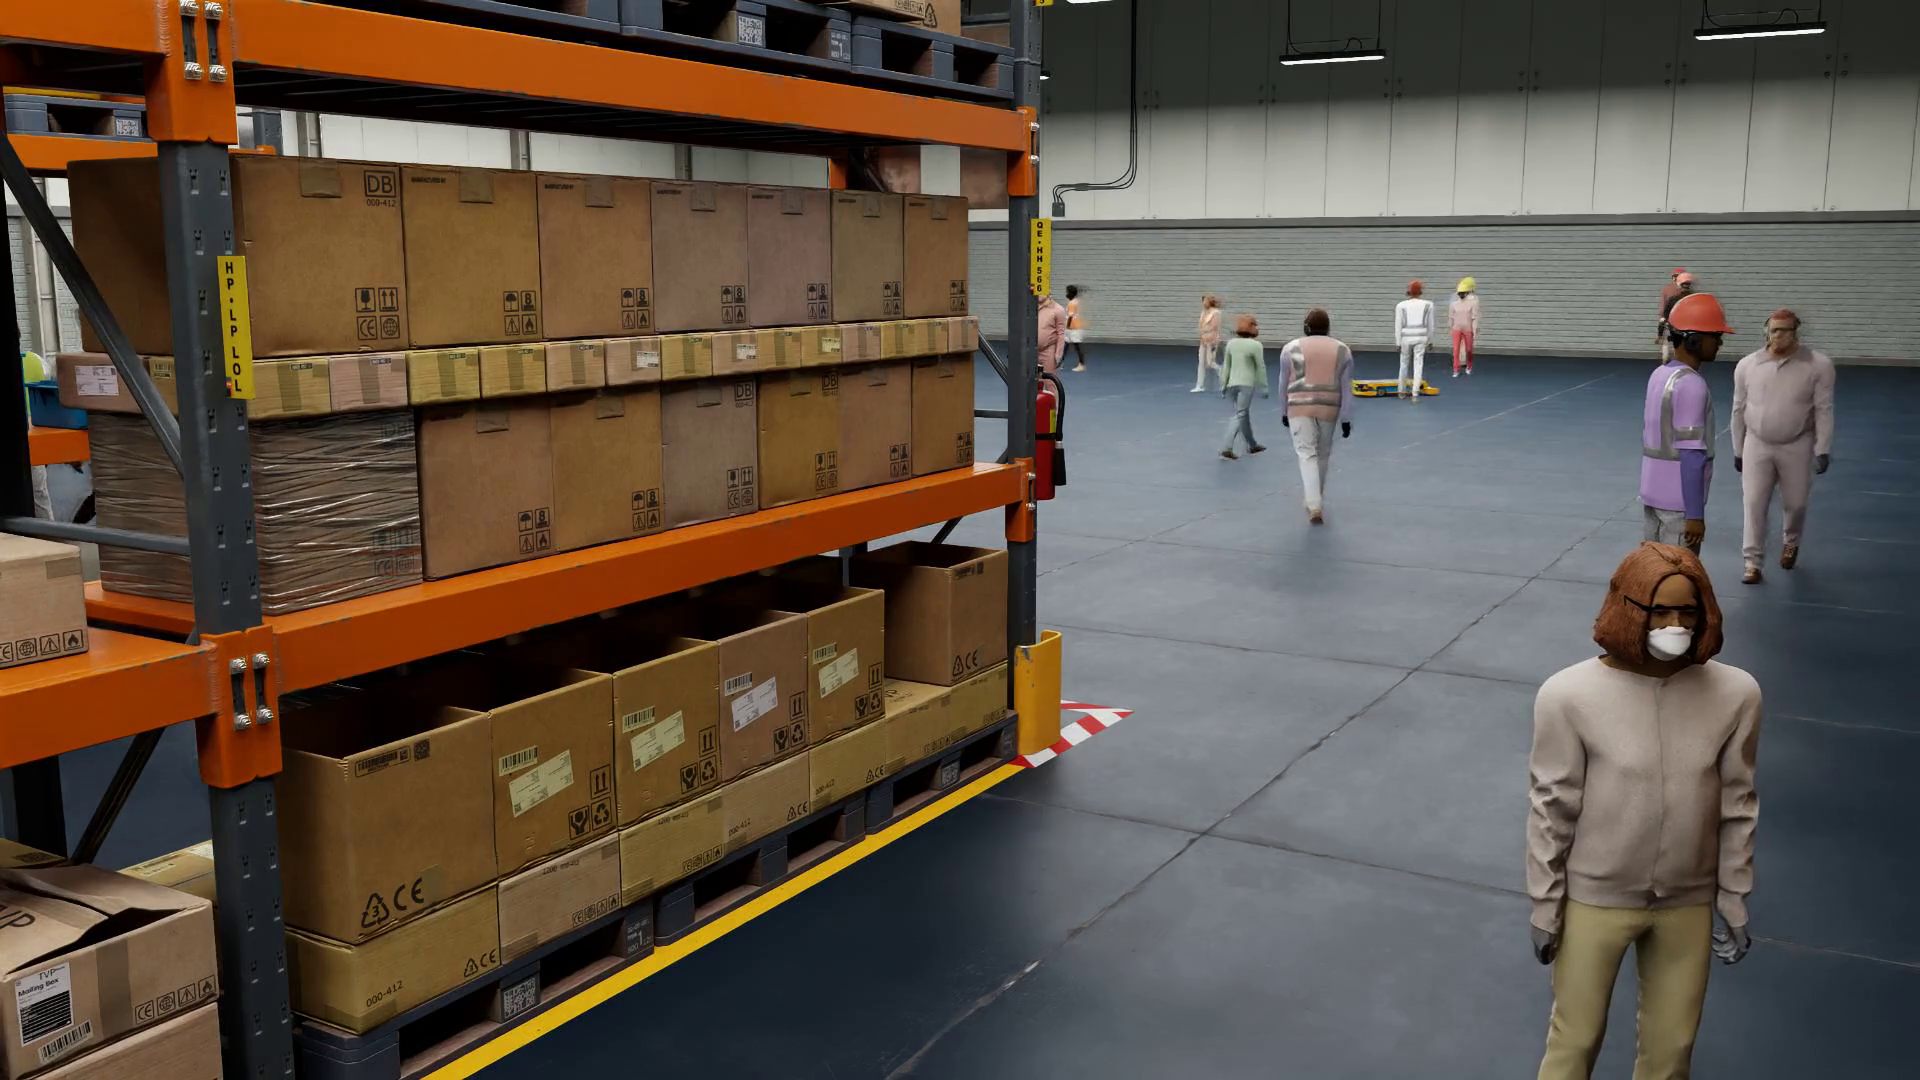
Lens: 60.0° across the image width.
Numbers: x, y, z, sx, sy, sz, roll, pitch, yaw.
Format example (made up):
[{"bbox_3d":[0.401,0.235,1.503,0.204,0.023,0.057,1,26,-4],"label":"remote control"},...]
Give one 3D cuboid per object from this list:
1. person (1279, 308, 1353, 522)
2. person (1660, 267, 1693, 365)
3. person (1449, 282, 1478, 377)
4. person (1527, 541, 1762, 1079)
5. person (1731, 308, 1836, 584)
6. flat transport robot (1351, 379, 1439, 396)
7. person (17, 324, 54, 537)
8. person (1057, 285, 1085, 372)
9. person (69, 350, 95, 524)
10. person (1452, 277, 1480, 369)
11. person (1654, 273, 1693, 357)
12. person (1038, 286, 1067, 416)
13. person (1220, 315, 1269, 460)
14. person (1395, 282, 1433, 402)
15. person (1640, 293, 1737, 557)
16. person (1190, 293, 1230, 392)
[{"bbox_3d":[3.020,-1.067,14.134,0.604,1.801,0.945,-1,10,-3],"label":"person"},{"bbox_3d":[14.661,-4.570,34.033,0.622,1.990,0.402,7,12,36],"label":"person"},{"bbox_3d":[9.330,-3.896,30.805,0.519,1.748,0.702,5,11,26],"label":"person"},{"bbox_3d":[1.488,0.802,3.663,0.493,1.624,0.280,0,10,-2],"label":"person"},{"bbox_3d":[5.676,-0.662,11.504,0.647,1.885,0.837,6,11,30],"label":"person"},{"bbox_3d":[6.873,-2.452,26.666,1.431,0.197,0.652,-3,10,-17],"label":"flat transport robot"},{"bbox_3d":[-6.418,-0.603,11.254,0.429,1.842,0.637,2,10,11],"label":"person"},{"bbox_3d":[2.050,-4.069,32.046,0.819,1.655,0.553,1,10,5],"label":"person"},{"bbox_3d":[-6.125,-0.733,11.830,0.985,1.917,0.612,2,10,12],"label":"person"},{"bbox_3d":[10.042,-4.294,32.935,0.496,1.811,0.616,-7,12,-34],"label":"person"},{"bbox_3d":[11.419,-3.265,26.505,0.624,1.944,0.968,-2,10,-14],"label":"person"},{"bbox_3d":[1.061,-2.443,21.826,0.643,1.913,0.410,5,11,27],"label":"person"},{"bbox_3d":[3.137,-1.683,18.323,0.875,1.584,0.523,-8,12,-38],"label":"person"},{"bbox_3d":[6.998,-3.062,25.689,0.583,1.828,0.995,2,10,10],"label":"person"},{"bbox_3d":[3.619,-0.205,8.334,0.376,2.041,0.615,1,10,6],"label":"person"},{"bbox_3d":[4.115,-3.209,27.135,0.563,1.623,0.541,-4,10,-22],"label":"person"}]
